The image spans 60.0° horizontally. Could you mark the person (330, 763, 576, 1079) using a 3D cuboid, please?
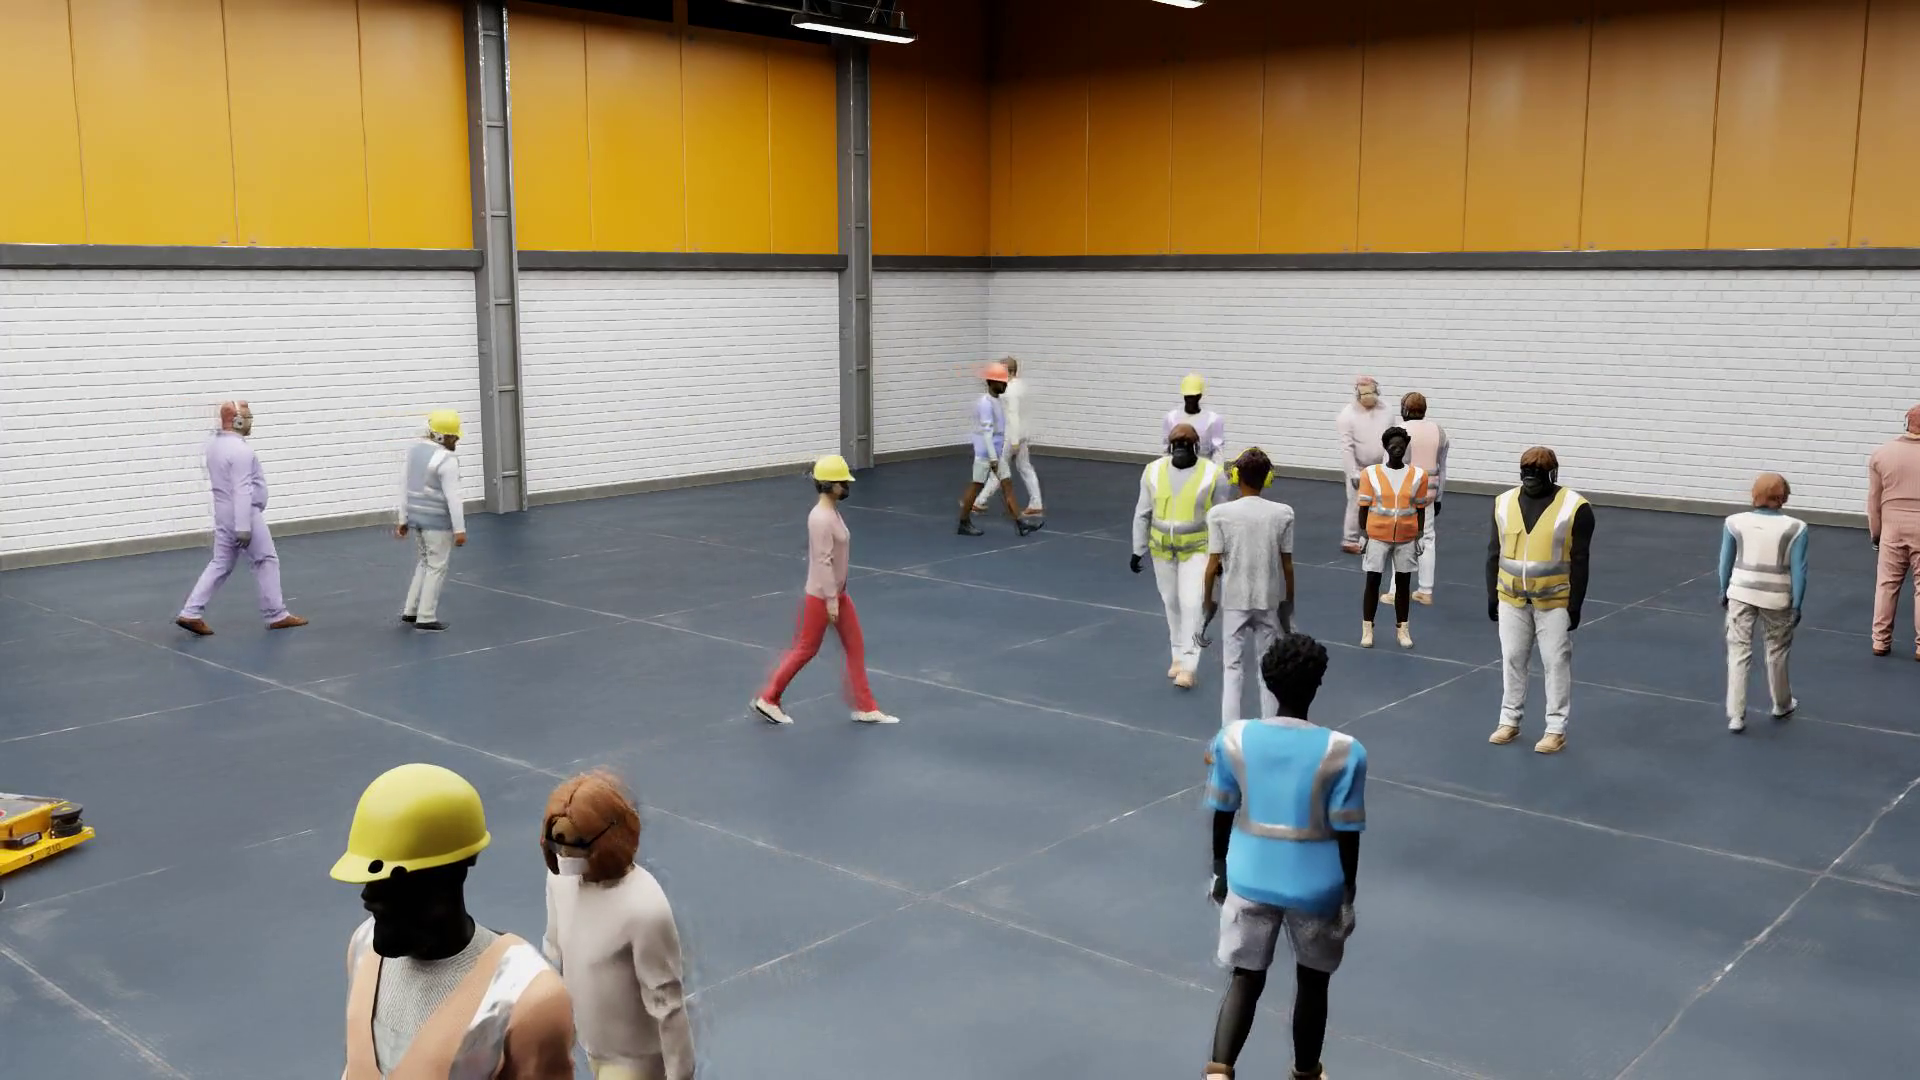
[{"bbox_3d":[-0.996,1.366,3.234,0.585,1.929,0.370,6,11,31],"label":"person"}]

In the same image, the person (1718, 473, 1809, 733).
[{"bbox_3d":[5.042,0.376,10.439,0.533,1.601,0.811,7,12,38],"label":"person"}]

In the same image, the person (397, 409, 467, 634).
[{"bbox_3d":[-4.147,-0.147,13.171,0.617,1.789,0.484,9,12,43],"label":"person"}]

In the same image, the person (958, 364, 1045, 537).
[{"bbox_3d":[0.405,-0.953,17.925,0.997,1.878,0.569,4,10,21],"label":"person"}]

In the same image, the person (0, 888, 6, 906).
[{"bbox_3d":[-4.525,0.779,7.250,0.587,1.822,0.403,-2,9,-14],"label":"person"}]

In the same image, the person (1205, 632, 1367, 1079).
[{"bbox_3d":[1.031,1.147,5.425,0.542,1.677,0.726,5,10,27],"label":"person"}]

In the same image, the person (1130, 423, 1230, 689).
[{"bbox_3d":[1.488,0.108,11.493,0.640,1.810,0.827,5,10,27],"label":"person"}]

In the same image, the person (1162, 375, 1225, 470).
[{"bbox_3d":[2.192,-0.609,15.775,0.612,1.876,0.954,3,9,16],"label":"person"}]

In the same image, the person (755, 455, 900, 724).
[{"bbox_3d":[-0.866,0.321,10.439,0.888,1.732,0.531,1,9,8],"label":"person"}]

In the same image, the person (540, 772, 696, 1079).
[{"bbox_3d":[-0.882,1.356,4.370,0.852,1.582,0.518,-8,12,-40],"label":"person"}]

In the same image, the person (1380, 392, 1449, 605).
[{"bbox_3d":[3.867,-0.352,14.292,0.634,1.841,0.429,-3,10,-19],"label":"person"}]

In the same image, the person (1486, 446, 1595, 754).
[{"bbox_3d":[3.429,0.351,9.930,0.619,1.836,0.432,7,12,39],"label":"person"}]

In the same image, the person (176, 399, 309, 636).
[{"bbox_3d":[-5.739,-0.176,13.112,0.959,1.871,0.653,-9,13,-44],"label":"person"}]

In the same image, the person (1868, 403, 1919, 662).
[{"bbox_3d":[7.031,-0.058,12.248,0.411,1.908,0.643,-9,12,-43],"label":"person"}]

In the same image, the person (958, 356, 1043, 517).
[{"bbox_3d":[0.514,-1.196,19.446,1.035,1.879,0.647,2,9,11],"label":"person"}]

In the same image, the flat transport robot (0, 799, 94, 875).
[{"bbox_3d":[-5.073,1.411,8.140,1.431,0.197,0.652,3,9,16],"label":"flat transport robot"}]

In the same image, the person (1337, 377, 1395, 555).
[{"bbox_3d":[4.061,-0.707,16.546,0.680,1.842,0.849,-1,9,-7],"label":"person"}]

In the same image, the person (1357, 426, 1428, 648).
[{"bbox_3d":[3.283,-0.020,12.653,0.535,1.700,0.318,1,9,5],"label":"person"}]

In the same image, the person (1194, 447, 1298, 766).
[{"bbox_3d":[1.649,0.401,9.550,0.597,1.854,0.444,0,9,-1],"label":"person"}]
